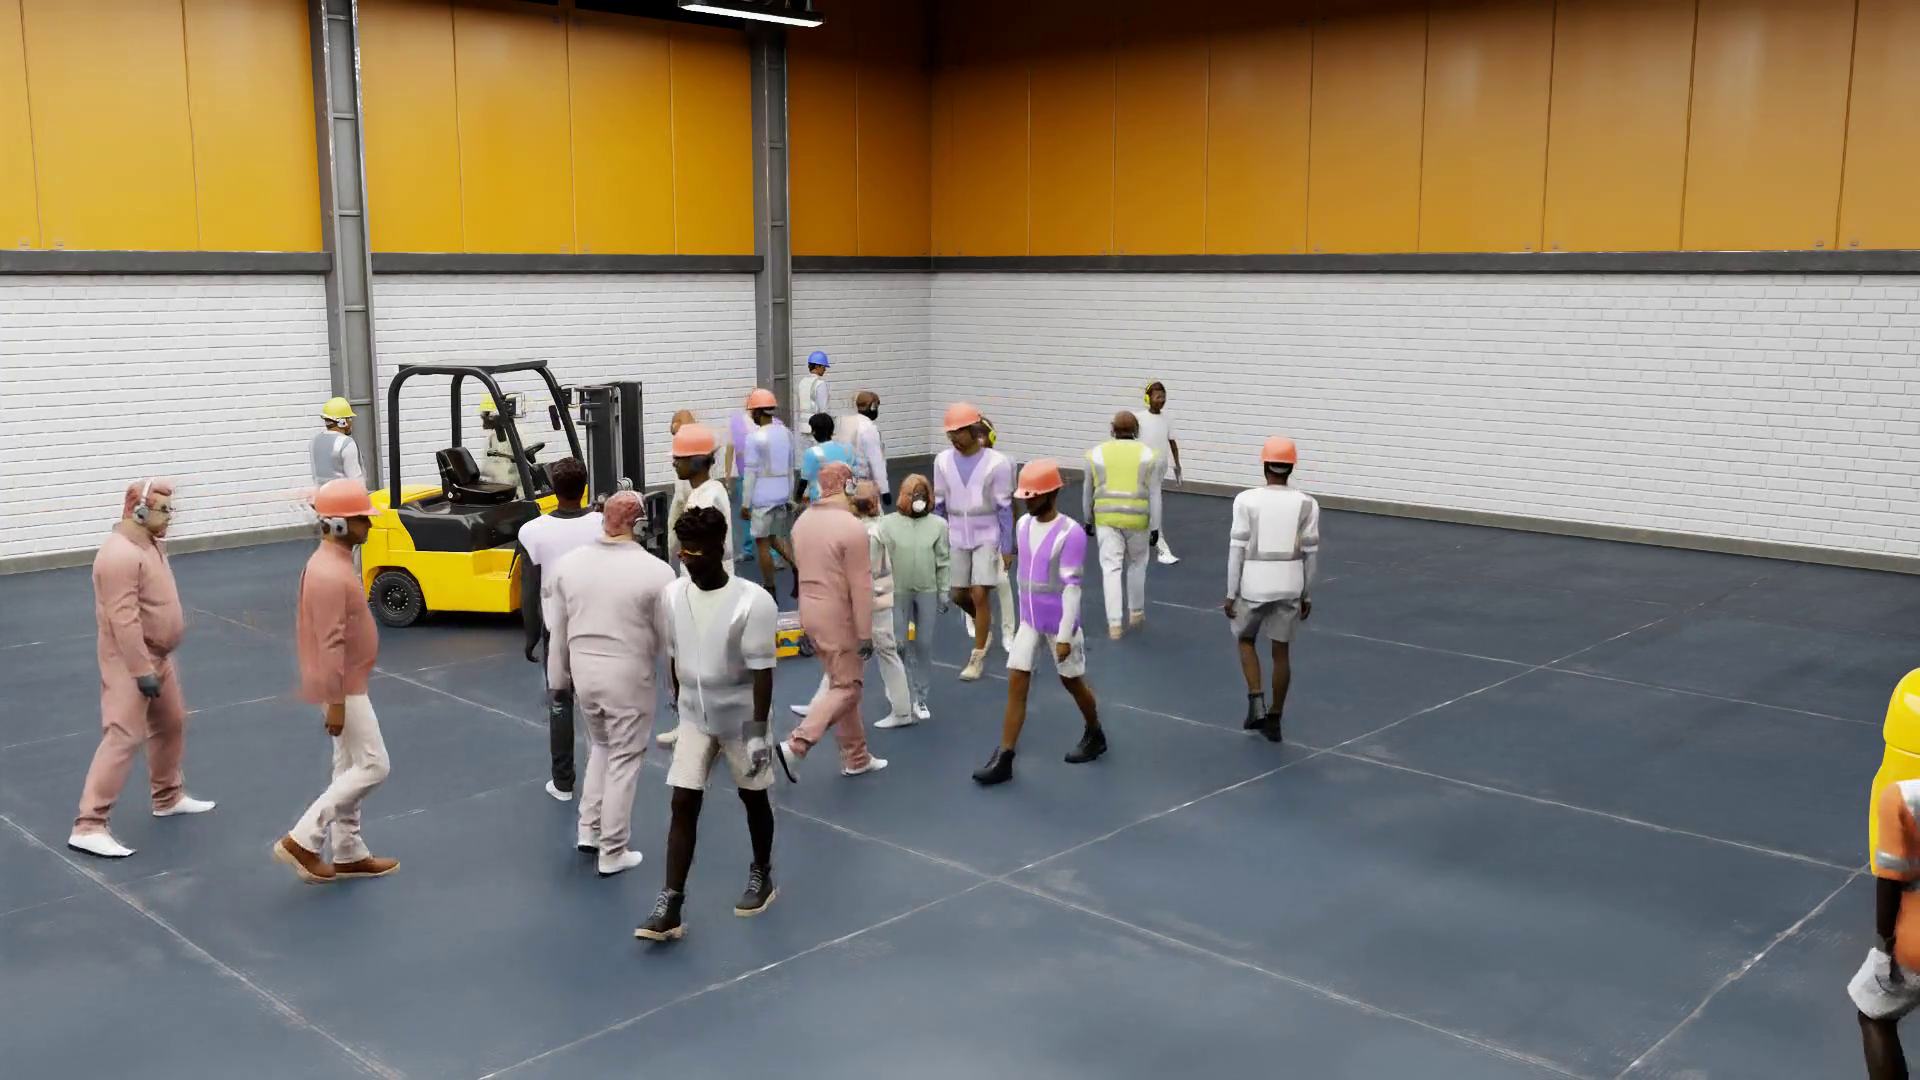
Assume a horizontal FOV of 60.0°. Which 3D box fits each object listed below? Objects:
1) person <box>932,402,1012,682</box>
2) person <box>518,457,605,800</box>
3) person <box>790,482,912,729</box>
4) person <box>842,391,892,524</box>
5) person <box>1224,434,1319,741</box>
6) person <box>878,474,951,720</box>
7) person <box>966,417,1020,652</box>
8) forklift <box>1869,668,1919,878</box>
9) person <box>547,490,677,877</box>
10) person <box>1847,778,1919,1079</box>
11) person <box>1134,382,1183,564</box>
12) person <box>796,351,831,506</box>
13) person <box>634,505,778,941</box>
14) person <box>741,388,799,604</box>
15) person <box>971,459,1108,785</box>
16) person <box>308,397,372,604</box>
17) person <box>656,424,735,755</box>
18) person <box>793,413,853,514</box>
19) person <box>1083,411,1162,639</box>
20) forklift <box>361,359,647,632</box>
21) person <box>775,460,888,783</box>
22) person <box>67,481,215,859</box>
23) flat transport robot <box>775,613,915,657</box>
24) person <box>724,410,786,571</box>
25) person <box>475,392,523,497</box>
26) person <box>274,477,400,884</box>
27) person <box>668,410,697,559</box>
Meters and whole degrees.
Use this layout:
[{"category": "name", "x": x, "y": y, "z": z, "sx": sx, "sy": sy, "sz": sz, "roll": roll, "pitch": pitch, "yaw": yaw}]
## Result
[{"category": "person", "x": 0.113, "y": -0.018, "z": 12.144, "sx": 0.630, "sy": 2.014, "sz": 0.792, "roll": 3, "pitch": 10, "yaw": 20}, {"category": "person", "x": -2.135, "y": 0.498, "z": 9.246, "sx": 0.590, "sy": 1.917, "sz": 0.392, "roll": -4, "pitch": 10, "yaw": -21}, {"category": "person", "x": -0.686, "y": 0.433, "z": 10.583, "sx": 0.834, "sy": 1.591, "sz": 0.536, "roll": -2, "pitch": 9, "yaw": -12}, {"category": "person", "x": -0.790, "y": -0.505, "z": 15.759, "sx": 0.906, "sy": 1.787, "sz": 0.685, "roll": -3, "pitch": 10, "yaw": -18}, {"category": "person", "x": 1.941, "y": 0.300, "z": 10.428, "sx": 0.587, "sy": 1.921, "sz": 0.426, "roll": 0, "pitch": 9, "yaw": -1}, {"category": "person", "x": -0.318, "y": 0.357, "z": 10.995, "sx": 0.518, "sy": 1.618, "sz": 0.442, "roll": -3, "pitch": 10, "yaw": -15}, {"category": "person", "x": 0.216, "y": -0.073, "z": 13.016, "sx": 0.585, "sy": 1.830, "sz": 0.652, "roll": 1, "pitch": 9, "yaw": 3}, {"category": "forklift", "x": 5.205, "y": 0.723, "z": 7.013, "sx": 2.313, "sy": 2.155, "sz": 1.214, "roll": 9, "pitch": 13, "yaw": 43}, {"category": "person", "x": -1.654, "y": 0.695, "z": 8.139, "sx": 0.666, "sy": 1.881, "sz": 0.523, "roll": 4, "pitch": 10, "yaw": 21}, {"category": "person", "x": 3.101, "y": 1.274, "z": 5.215, "sx": 0.534, "sy": 1.684, "sz": 0.395, "roll": 1, "pitch": 9, "yaw": 5}, {"category": "person", "x": 1.978, "y": -0.701, "z": 16.900, "sx": 0.540, "sy": 1.823, "sz": 0.971, "roll": -5, "pitch": 10, "yaw": -26}, {"category": "person", "x": -1.781, "y": -1.365, "z": 20.599, "sx": 0.403, "sy": 1.937, "sz": 0.604, "roll": -7, "pitch": 12, "yaw": -37}, {"category": "person", "x": -1.096, "y": 0.808, "z": 7.328, "sx": 0.617, "sy": 1.915, "sz": 0.956, "roll": 3, "pitch": 10, "yaw": 20}, {"category": "person", "x": -1.646, "y": -0.367, "z": 14.562, "sx": 0.544, "sy": 1.916, "sz": 0.541, "roll": 6, "pitch": 11, "yaw": 33}, {"category": "person", "x": 0.524, "y": 0.453, "z": 9.666, "sx": 1.033, "sy": 1.876, "sz": 0.553, "roll": -9, "pitch": 13, "yaw": -43}, {"category": "person", "x": -5.411, "y": -0.333, "z": 14.590, "sx": 0.589, "sy": 1.833, "sz": 0.404, "roll": 6, "pitch": 11, "yaw": 31}, {"category": "person", "x": -1.640, "y": 0.319, "z": 9.995, "sx": 0.689, "sy": 2.023, "sz": 0.632, "roll": -1, "pitch": 9, "yaw": -5}, {"category": "person", "x": -1.251, "y": -0.330, "z": 15.119, "sx": 0.837, "sy": 1.644, "sz": 0.533, "roll": 7, "pitch": 12, "yaw": 38}, {"category": "person", "x": 1.322, "y": -0.148, "z": 13.526, "sx": 0.648, "sy": 1.800, "sz": 0.893, "roll": 1, "pitch": 9, "yaw": 9}, {"category": "forklift", "x": -3.850, "y": -0.407, "z": 13.936, "sx": 2.313, "sy": 2.155, "sz": 1.214, "roll": 2, "pitch": 9, "yaw": 11}, {"category": "person", "x": -0.760, "y": 0.483, "z": 9.514, "sx": 0.777, "sy": 1.870, "sz": 0.678, "roll": -7, "pitch": 12, "yaw": -38}, {"category": "person", "x": -4.265, "y": 0.631, "z": 8.610, "sx": 0.499, "sy": 1.877, "sz": 0.802, "roll": -2, "pitch": 9, "yaw": -12}, {"category": "flat transport robot", "x": -1.038, "y": 0.694, "z": 13.070, "sx": 1.431, "sy": 0.197, "sz": 0.652, "roll": -5, "pitch": 11, "yaw": -30}, {"category": "person", "x": -2.016, "y": -0.605, "z": 16.463, "sx": 0.612, "sy": 1.787, "sz": 0.738, "roll": 1, "pitch": 9, "yaw": 4}, {"category": "person", "x": -4.279, "y": -0.459, "z": 15.405, "sx": 0.460, "sy": 1.811, "sz": 0.626, "roll": -1, "pitch": 9, "yaw": -6}, {"category": "person", "x": -2.957, "y": 0.685, "z": 7.922, "sx": 0.485, "sy": 1.979, "sz": 0.612, "roll": -4, "pitch": 10, "yaw": -21}, {"category": "person", "x": -2.646, "y": -0.471, "z": 16.212, "sx": 0.895, "sy": 1.578, "sz": 0.487, "roll": 6, "pitch": 11, "yaw": 34}]
